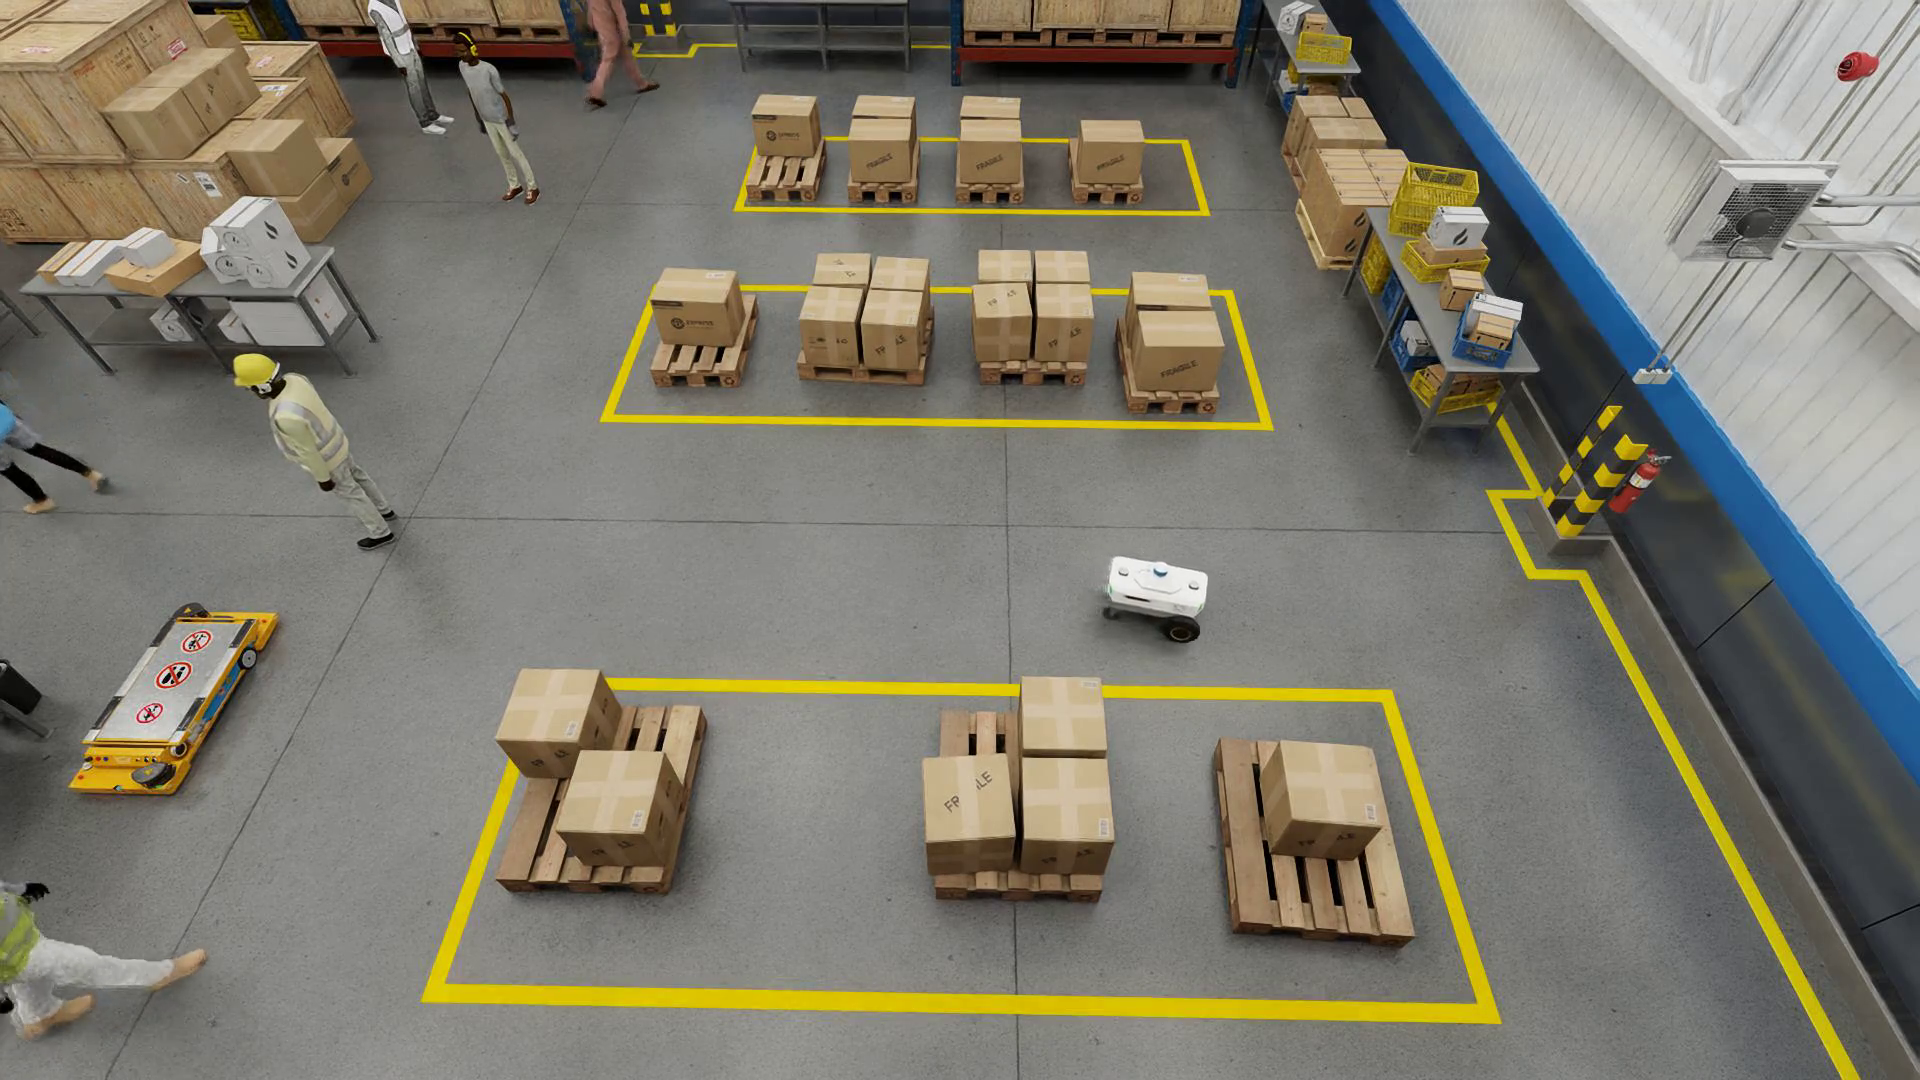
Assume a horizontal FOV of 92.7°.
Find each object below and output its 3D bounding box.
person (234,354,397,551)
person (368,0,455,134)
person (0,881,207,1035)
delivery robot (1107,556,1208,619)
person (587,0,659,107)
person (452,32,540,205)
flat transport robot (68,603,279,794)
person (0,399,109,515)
[{"bbox_3d":[-4.810,-0.659,6.898,0.403,1.824,0.592,-18,52,-14],"label":"person"},{"bbox_3d":[-6.939,-6.076,11.427,0.386,1.912,0.591,-1,50,-1],"label":"person"},{"bbox_3d":[-4.855,2.046,4.614,0.829,1.814,0.628,-36,58,-26],"label":"person"},{"bbox_3d":[1.456,0.350,6.809,0.707,0.478,0.477,11,51,9],"label":"delivery robot"},{"bbox_3d":[-4.639,-6.678,11.992,1.022,1.836,0.650,-32,57,-24],"label":"person"},{"bbox_3d":[-5.223,-4.701,10.287,0.533,1.871,0.320,14,51,11],"label":"person"},{"bbox_3d":[-5.504,1.072,6.442,0.652,0.197,1.431,1,50,1],"label":"flat transport robot"},{"bbox_3d":[-7.567,-0.853,7.166,0.531,1.710,0.565,-3,50,-2],"label":"person"}]
